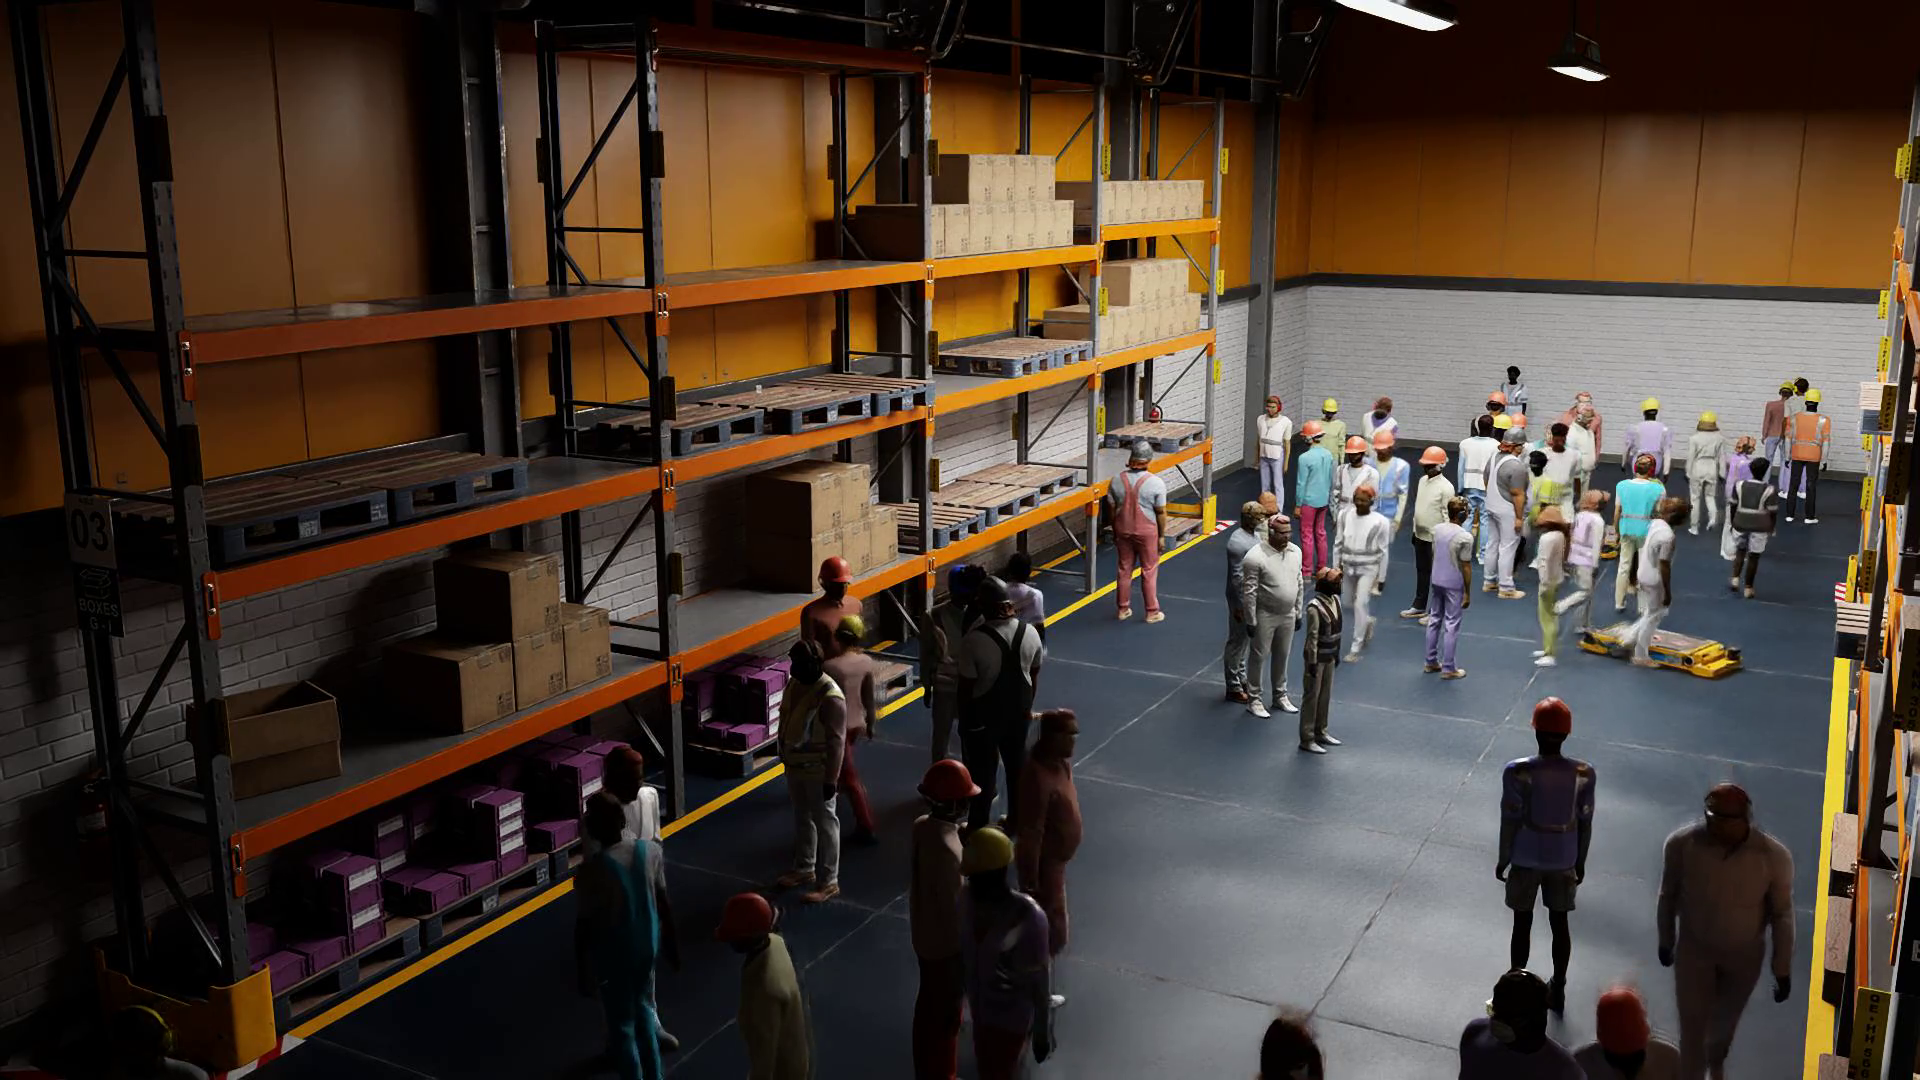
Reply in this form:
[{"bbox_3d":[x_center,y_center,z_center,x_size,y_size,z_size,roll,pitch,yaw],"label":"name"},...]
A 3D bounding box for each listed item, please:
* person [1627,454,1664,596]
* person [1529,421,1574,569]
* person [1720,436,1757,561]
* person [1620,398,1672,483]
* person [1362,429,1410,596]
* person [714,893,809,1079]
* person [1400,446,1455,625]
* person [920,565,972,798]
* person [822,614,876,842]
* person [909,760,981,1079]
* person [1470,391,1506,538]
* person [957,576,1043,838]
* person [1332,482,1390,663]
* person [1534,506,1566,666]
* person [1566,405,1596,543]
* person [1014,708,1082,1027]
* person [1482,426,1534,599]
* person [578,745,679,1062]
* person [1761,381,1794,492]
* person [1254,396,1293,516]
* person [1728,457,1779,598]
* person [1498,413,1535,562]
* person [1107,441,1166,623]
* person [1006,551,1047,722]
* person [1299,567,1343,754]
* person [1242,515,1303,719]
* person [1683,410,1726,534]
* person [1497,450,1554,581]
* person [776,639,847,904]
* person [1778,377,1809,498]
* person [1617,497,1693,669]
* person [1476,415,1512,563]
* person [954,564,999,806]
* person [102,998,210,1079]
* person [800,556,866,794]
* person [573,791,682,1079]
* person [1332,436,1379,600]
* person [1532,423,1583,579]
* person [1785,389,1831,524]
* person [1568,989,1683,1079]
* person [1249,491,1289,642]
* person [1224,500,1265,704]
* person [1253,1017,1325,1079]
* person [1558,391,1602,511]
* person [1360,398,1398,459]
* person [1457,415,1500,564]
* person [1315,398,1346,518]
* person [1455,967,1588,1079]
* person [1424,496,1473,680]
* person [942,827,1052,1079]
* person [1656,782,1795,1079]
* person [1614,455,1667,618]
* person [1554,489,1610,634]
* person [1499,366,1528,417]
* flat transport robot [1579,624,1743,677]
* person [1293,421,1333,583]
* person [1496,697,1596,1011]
[{"bbox_3d":[8.058,-0.180,19.693,0.535,1.697,0.317,-6,14,-27],"label":"person"},{"bbox_3d":[7.510,-0.613,21.243,0.645,1.876,0.906,12,17,43],"label":"person"},{"bbox_3d":[10.021,-0.534,21.429,0.312,1.632,0.526,2,13,8],"label":"person"},{"bbox_3d":[9.461,-1.005,22.934,0.599,1.897,0.636,1,13,5],"label":"person"},{"bbox_3d":[4.939,-0.303,19.528,0.599,2.011,0.623,4,13,19],"label":"person"},{"bbox_3d":[-0.955,2.457,7.859,0.848,1.699,0.573,-2,13,-8],"label":"person"},{"bbox_3d":[5.219,-0.060,18.478,0.375,1.997,0.608,-5,13,-20],"label":"person"},{"bbox_3d":[-0.012,1.138,13.224,0.614,1.945,0.392,-4,13,-16],"label":"person"},{"bbox_3d":[-0.900,1.409,12.573,0.799,1.705,0.516,11,17,40],"label":"person"},{"bbox_3d":[-0.077,2.110,8.765,0.377,1.995,0.608,-4,13,-19],"label":"person"},{"bbox_3d":[7.253,-1.018,22.707,0.612,2.029,0.407,5,14,21],"label":"person"},{"bbox_3d":[0.255,1.250,12.511,0.681,2.000,0.535,-7,14,-28],"label":"person"},{"bbox_3d":[4.162,0.302,17.162,0.592,1.862,0.688,11,17,41],"label":"person"},{"bbox_3d":[6.010,0.465,17.016,0.369,1.599,0.645,9,16,36],"label":"person"},{"bbox_3d":[8.332,-0.882,22.399,0.655,1.893,0.399,-12,17,-43],"label":"person"},{"bbox_3d":[0.498,1.920,9.895,0.455,1.879,0.681,2,13,7],"label":"person"},{"bbox_3d":[6.500,-0.343,19.646,0.535,2.000,0.684,-3,13,-12],"label":"person"},{"bbox_3d":[-1.868,2.042,9.342,0.370,1.878,0.588,8,15,32],"label":"person"},{"bbox_3d":[12.786,-1.598,25.912,0.535,1.755,0.342,6,14,25],"label":"person"},{"bbox_3d":[4.464,-1.145,23.706,0.394,1.836,0.560,-12,17,-43],"label":"person"},{"bbox_3d":[9.325,-0.147,19.551,0.379,1.685,0.551,-12,17,-43],"label":"person"},{"bbox_3d":[7.108,-0.674,21.390,0.546,1.931,0.379,10,16,38],"label":"person"},{"bbox_3d":[2.007,-0.101,18.563,0.682,2.000,0.536,7,15,30],"label":"person"},{"bbox_3d":[0.493,0.920,14.825,0.535,1.666,0.809,11,17,41],"label":"person"},{"bbox_3d":[3.139,1.029,14.428,0.314,1.632,0.516,10,16,38],"label":"person"},{"bbox_3d":[2.899,0.694,15.326,0.643,1.900,0.399,-7,14,-27],"label":"person"},{"bbox_3d":[10.274,-0.925,22.945,0.515,1.723,0.446,1,13,3],"label":"person"},{"bbox_3d":[7.011,-0.273,20.221,0.871,1.653,0.548,-3,13,-14],"label":"person"},{"bbox_3d":[-1.042,1.579,11.492,0.429,1.843,0.629,-10,16,-37],"label":"person"},{"bbox_3d":[12.836,-1.562,25.524,0.506,1.861,0.330,0,13,0],"label":"person"},{"bbox_3d":[7.010,0.442,16.664,0.467,1.802,0.579,3,13,12],"label":"person"},{"bbox_3d":[6.853,-0.655,21.322,0.399,1.919,0.588,2,13,10],"label":"person"},{"bbox_3d":[0.122,1.142,13.171,0.374,1.962,0.608,-11,16,-39],"label":"person"},{"bbox_3d":[-3.175,2.665,6.623,0.539,1.845,0.424,4,13,15],"label":"person"},{"bbox_3d":[-0.995,1.102,13.278,0.609,1.995,0.378,-12,17,-43],"label":"person"},{"bbox_3d":[-1.736,2.205,8.753,0.560,1.812,0.488,-12,17,-43],"label":"person"},{"bbox_3d":[4.615,-0.261,19.511,0.547,1.938,0.359,9,16,36],"label":"person"},{"bbox_3d":[7.382,-0.493,20.589,0.633,1.917,0.925,3,13,13],"label":"person"},{"bbox_3d":[12.045,-1.185,23.670,0.587,1.928,0.362,10,16,38],"label":"person"},{"bbox_3d":[2.767,2.644,7.043,0.583,1.691,0.736,1,13,3],"label":"person"},{"bbox_3d":[3.251,0.291,17.717,0.507,1.635,0.272,5,13,20],"label":"person"},{"bbox_3d":[2.710,0.573,15.788,0.373,1.935,0.628,6,14,24],"label":"person"},{"bbox_3d":[1.340,2.710,6.966,0.568,1.614,0.376,-11,17,-41],"label":"person"},{"bbox_3d":[8.838,-1.184,23.749,0.643,1.899,0.398,0,13,-1],"label":"person"},{"bbox_3d":[5.929,-1.165,23.884,0.661,1.787,0.767,10,16,39],"label":"person"},{"bbox_3d":[6.652,-0.648,21.288,0.597,1.916,0.371,11,16,39],"label":"person"},{"bbox_3d":[5.294,-1.171,23.995,0.526,1.762,0.344,1,13,5],"label":"person"},{"bbox_3d":[2.191,2.611,6.649,0.366,1.939,0.635,-8,15,-32],"label":"person"},{"bbox_3d":[4.855,0.470,16.479,0.341,1.839,0.501,-8,15,-32],"label":"person"},{"bbox_3d":[0.173,2.299,8.107,0.411,1.909,0.596,-10,16,-38],"label":"person"},{"bbox_3d":[4.019,2.177,8.775,0.664,1.850,1.003,5,14,22],"label":"person"},{"bbox_3d":[7.636,-0.042,18.735,0.565,1.846,0.390,11,17,41],"label":"person"},{"bbox_3d":[6.664,0.248,17.961,0.629,1.613,0.528,-1,13,-2],"label":"person"},{"bbox_3d":[9.426,-2.139,28.461,0.540,1.696,0.317,11,17,40],"label":"person"},{"bbox_3d":[7.217,1.108,17.142,0.652,0.197,1.431,-11,16,-40],"label":"flat transport robot"},{"bbox_3d":[4.299,-0.470,20.355,0.608,1.987,0.403,-11,17,-41],"label":"person"},{"bbox_3d":[3.475,1.877,9.938,0.542,1.938,0.358,1,13,4],"label":"person"}]
